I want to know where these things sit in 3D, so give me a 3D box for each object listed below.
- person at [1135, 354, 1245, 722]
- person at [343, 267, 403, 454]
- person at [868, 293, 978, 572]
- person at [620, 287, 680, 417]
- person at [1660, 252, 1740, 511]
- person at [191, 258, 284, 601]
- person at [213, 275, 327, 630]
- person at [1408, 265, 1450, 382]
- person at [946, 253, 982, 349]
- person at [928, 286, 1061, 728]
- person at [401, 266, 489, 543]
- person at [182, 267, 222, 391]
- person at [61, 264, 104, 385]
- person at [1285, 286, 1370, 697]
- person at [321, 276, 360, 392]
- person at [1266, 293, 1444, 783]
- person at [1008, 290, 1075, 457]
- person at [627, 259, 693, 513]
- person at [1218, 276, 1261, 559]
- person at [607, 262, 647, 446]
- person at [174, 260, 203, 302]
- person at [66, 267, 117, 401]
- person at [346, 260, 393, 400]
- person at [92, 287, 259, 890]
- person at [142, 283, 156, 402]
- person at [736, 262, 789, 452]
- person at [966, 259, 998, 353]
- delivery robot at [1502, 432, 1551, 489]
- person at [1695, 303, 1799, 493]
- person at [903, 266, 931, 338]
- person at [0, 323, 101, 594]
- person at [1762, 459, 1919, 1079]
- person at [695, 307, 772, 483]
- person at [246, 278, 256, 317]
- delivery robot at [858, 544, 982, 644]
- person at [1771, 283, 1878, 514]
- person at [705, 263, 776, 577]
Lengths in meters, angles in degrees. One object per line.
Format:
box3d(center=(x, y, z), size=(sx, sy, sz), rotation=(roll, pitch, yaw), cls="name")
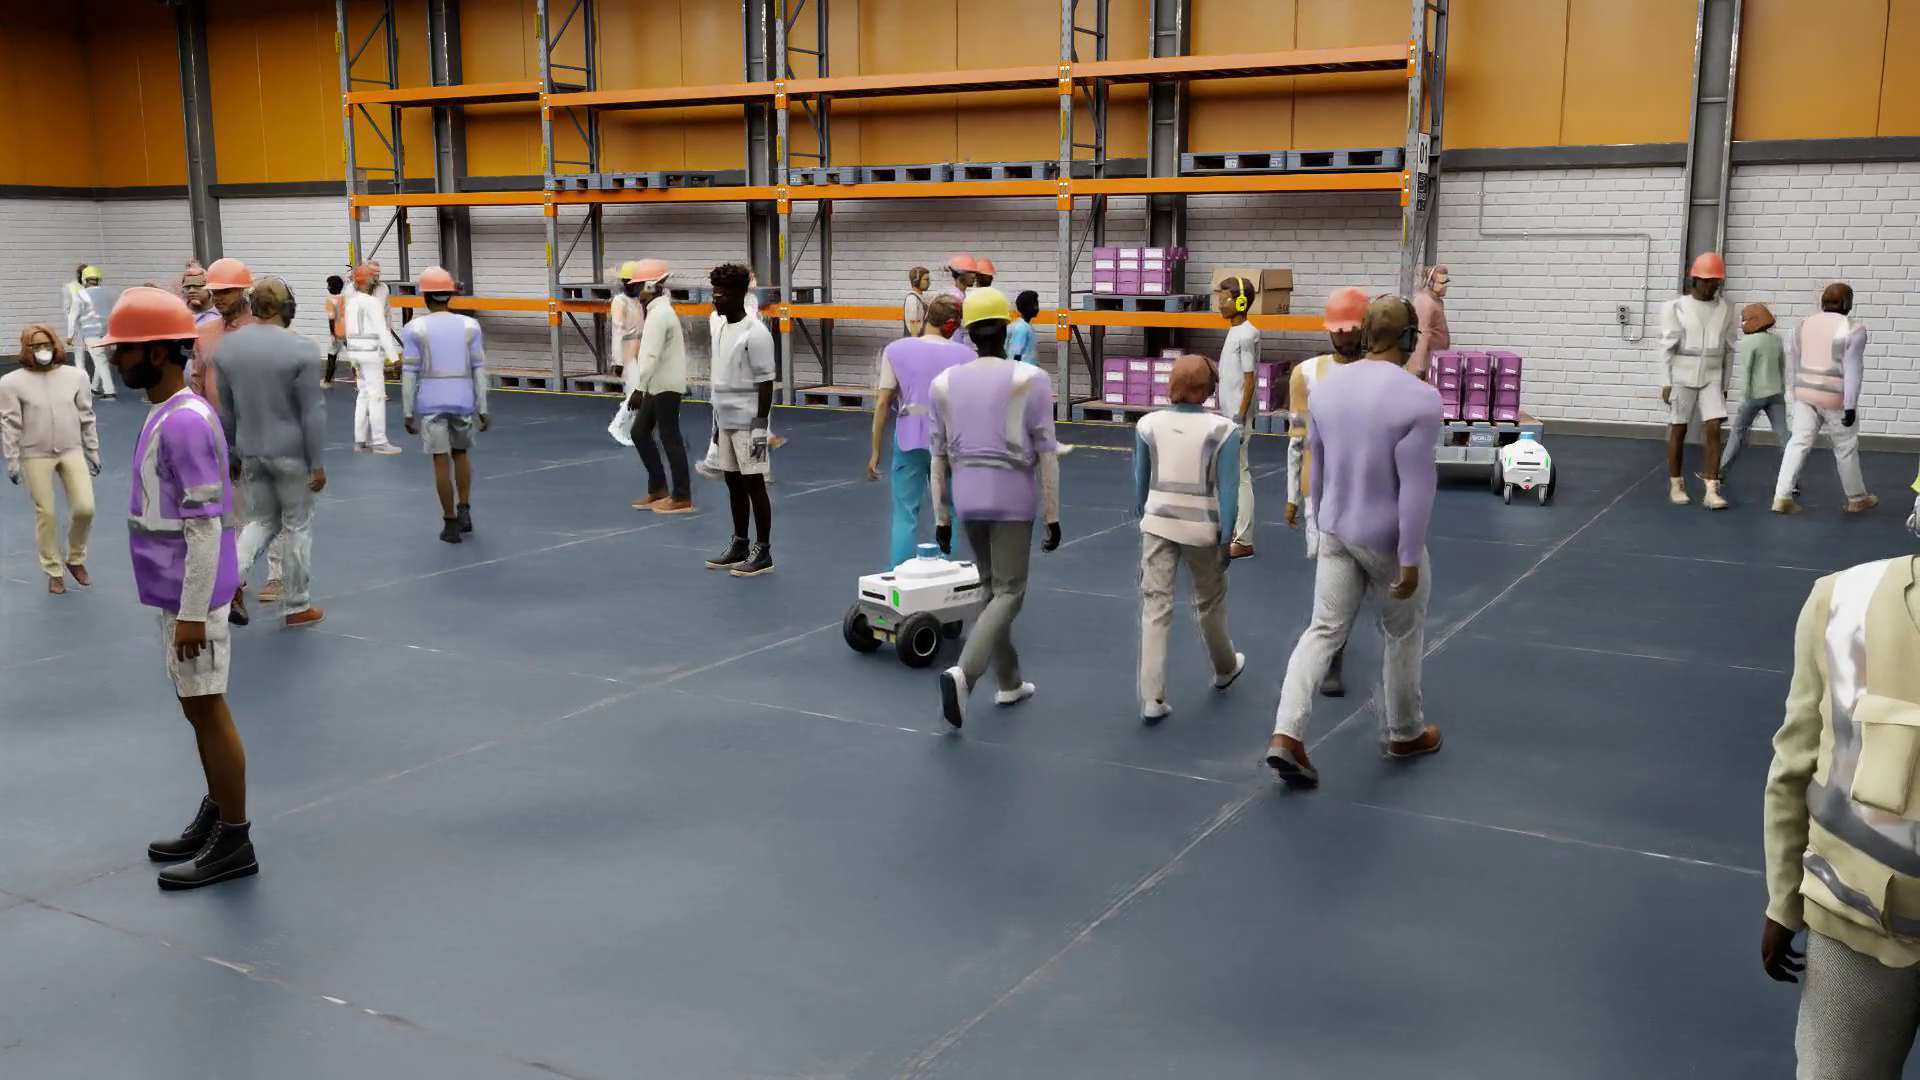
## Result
box3d(center=(1.024, -0.029, 7.425), size=(0.517, 1.584, 0.887), rotation=(5, 11, 27), cls="person")
box3d(center=(-5.888, -1.780, 16.618), size=(0.373, 1.862, 0.686), rotation=(-9, 13, -41), cls="person")
box3d(center=(-0.247, -0.472, 9.354), size=(0.743, 1.808, 0.371), rotation=(-2, 10, -12), cls="person")
box3d(center=(-3.808, -2.423, 20.159), size=(0.938, 1.876, 0.623), rotation=(3, 11, 18), cls="person")
box3d(center=(5.809, -1.236, 13.061), size=(0.612, 2.006, 0.861), rotation=(2, 10, 10), cls="person")
box3d(center=(-4.191, -0.634, 9.713), size=(0.613, 1.994, 0.381), rotation=(1, 10, 7), cls="person")
box3d(center=(-3.670, -0.436, 8.811), size=(0.632, 1.918, 0.598), rotation=(2, 10, 13), cls="person")
box3d(center=(4.546, -1.709, 16.104), size=(0.447, 1.879, 0.683), rotation=(2, 10, 9), cls="person")
box3d(center=(-0.094, -1.909, 16.934), size=(1.023, 2.003, 0.624), rotation=(2, 10, 10), cls="person")
box3d(center=(0.112, -0.145, 7.227), size=(0.611, 1.893, 0.826), rotation=(5, 11, 28), cls="person")
box3d(center=(-3.639, -0.953, 11.708), size=(0.569, 1.920, 0.602), rotation=(-6, 12, -31), cls="person")
box3d(center=(-5.714, -1.101, 12.613), size=(0.643, 1.908, 0.399), rotation=(-2, 10, -10), cls="person")
box3d(center=(-13.098, -3.221, 24.948), size=(0.627, 1.799, 0.947), rotation=(-9, 13, -40), cls="person")
box3d(center=(1.835, -0.270, 7.965), size=(0.548, 1.897, 0.926), rotation=(1, 10, 7), cls="person")
box3d(center=(-8.817, -2.928, 23.670), size=(0.899, 1.643, 0.542), rotation=(6, 11, 29), cls="person")
box3d(center=(1.545, -0.004, 6.445), size=(0.999, 1.903, 0.646), rotation=(-8, 13, -39), cls="person")
box3d(center=(0.648, -1.621, 16.313), size=(0.917, 1.636, 0.534), rotation=(0, 10, 2), cls="person")
box3d(center=(-2.361, -1.167, 12.826), size=(0.613, 1.967, 0.611), rotation=(-2, 10, -12), cls="person")
box3d(center=(1.815, -0.806, 11.044), size=(0.328, 1.872, 0.511), rotation=(0, 10, -1), cls="person")
box3d(center=(-3.362, -1.892, 17.085), size=(0.409, 1.912, 0.585), rotation=(1, 10, 5), cls="person")
box3d(center=(-12.250, -3.550, 26.628), size=(0.988, 1.867, 0.637), rotation=(7, 12, 36), cls="person")
box3d(center=(-11.701, -2.777, 22.436), size=(0.909, 1.778, 0.602), rotation=(5, 11, 26), cls="person")
box3d(center=(-7.860, -2.789, 22.233), size=(0.400, 1.891, 0.672), rotation=(7, 12, 34), cls="person")
box3d(center=(-2.534, 0.159, 5.384), size=(0.366, 1.935, 0.552), rotation=(-6, 11, -29), cls="person")
box3d(center=(-10.787, -2.664, 22.367), size=(0.483, 1.588, 0.868), rotation=(2, 10, 12), cls="person")
box3d(center=(-2.082, -1.832, 16.763), size=(0.891, 1.903, 0.654), rotation=(3, 10, 16), cls="person")
box3d(center=(0.282, -2.280, 19.236), size=(0.554, 1.917, 0.581), rotation=(5, 11, 27), cls="person")
box3d(center=(4.608, -0.636, 13.538), size=(0.477, 0.478, 0.707), rotation=(3, 10, 15), cls="delivery robot")
box3d(center=(6.754, -1.199, 14.076), size=(0.584, 1.578, 0.873), rotation=(-4, 11, -24), cls="person")
box3d(center=(-0.460, -2.110, 18.498), size=(0.346, 1.846, 0.506), rotation=(0, 10, 2), cls="person")
box3d(center=(-5.387, -0.476, 9.883), size=(0.520, 1.617, 0.371), rotation=(-8, 13, -39), cls="person")
box3d(center=(1.685, 0.658, 2.858), size=(0.587, 1.834, 0.403), rotation=(7, 12, 34), cls="person")
box3d(center=(-1.972, -1.416, 14.631), size=(0.600, 1.824, 1.003), rotation=(-9, 14, -43), cls="person")
box3d(center=(-7.689, -1.961, 17.901), size=(0.446, 1.754, 0.538), rotation=(2, 10, 12), cls="person")
box3d(center=(-0.164, 0.262, 8.450), size=(0.707, 0.478, 0.477), rotation=(-9, 13, -41), cls="delivery robot")
box3d(center=(6.698, -1.083, 12.842), size=(0.978, 1.790, 0.640), rotation=(-5, 11, -26), cls="person")
box3d(center=(-1.392, -0.748, 10.477), size=(0.366, 1.951, 0.614), rotation=(-7, 12, -35), cls="person")
